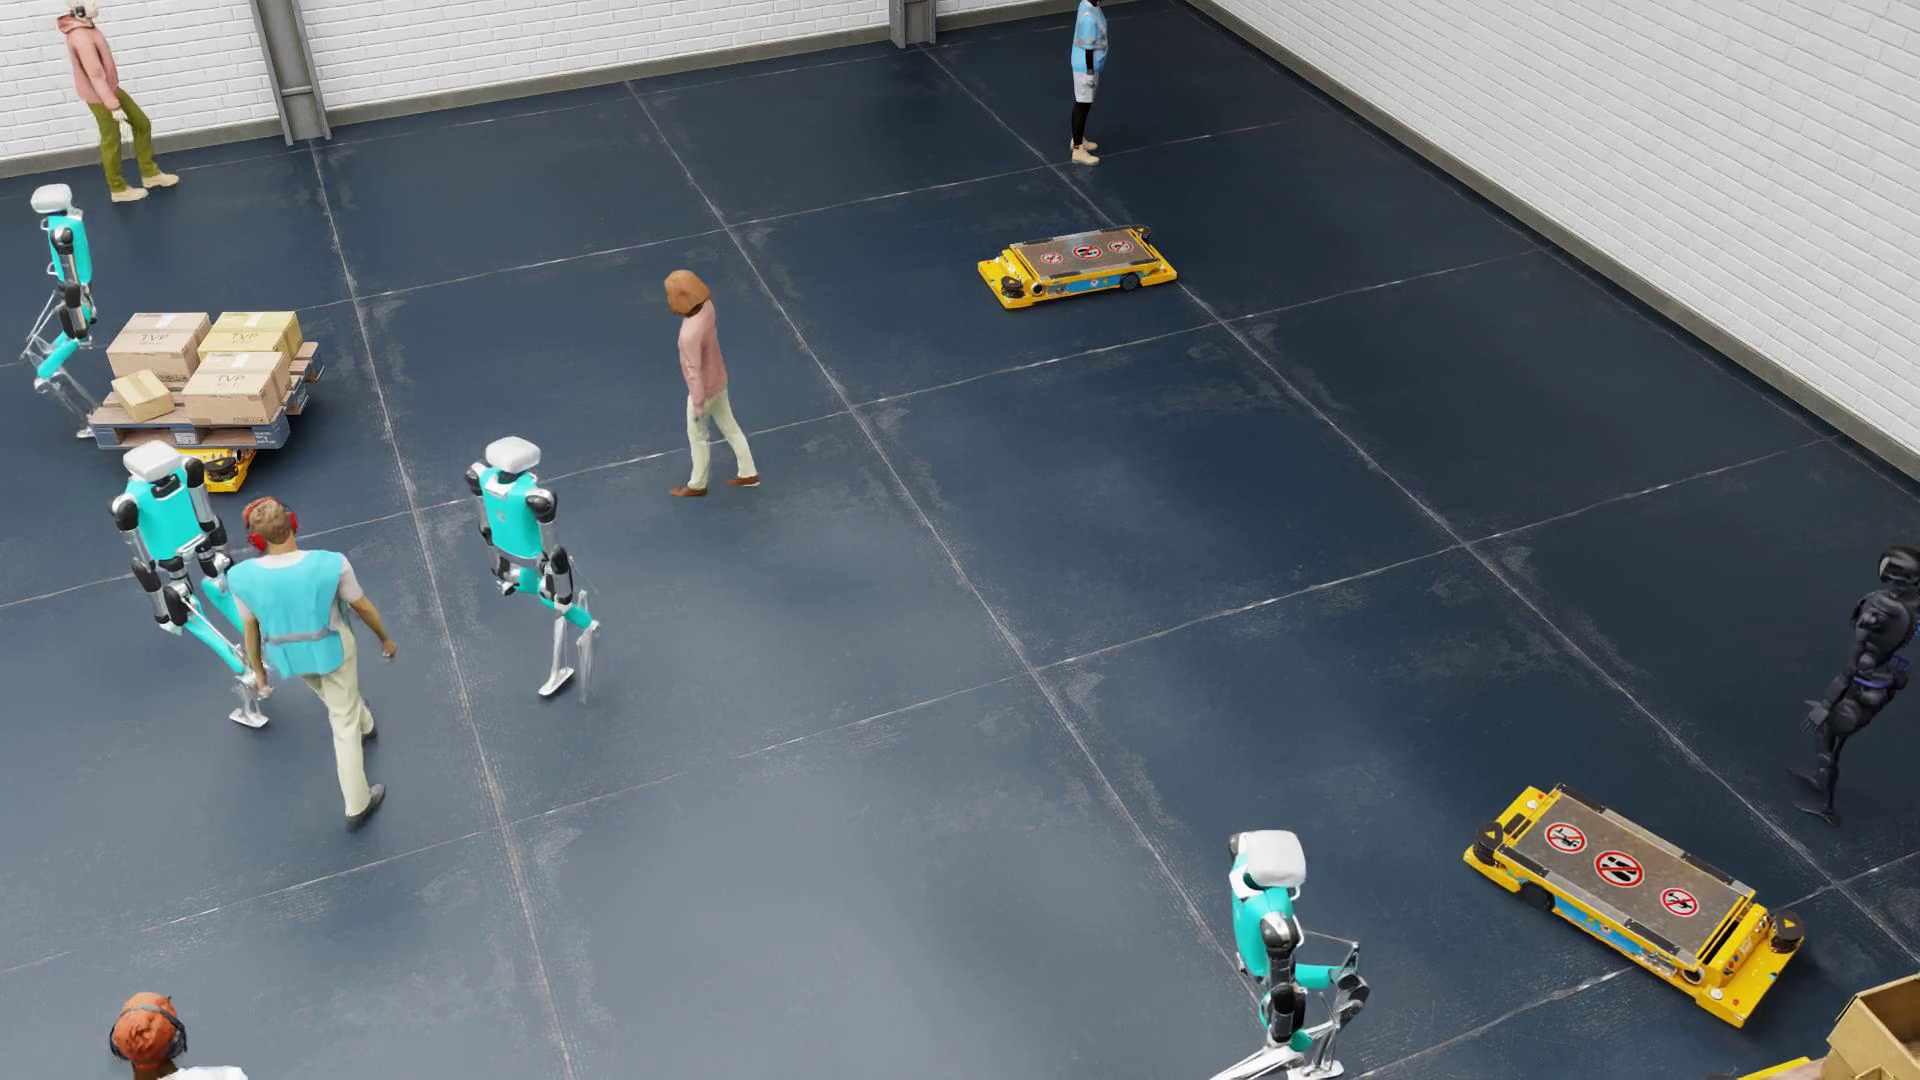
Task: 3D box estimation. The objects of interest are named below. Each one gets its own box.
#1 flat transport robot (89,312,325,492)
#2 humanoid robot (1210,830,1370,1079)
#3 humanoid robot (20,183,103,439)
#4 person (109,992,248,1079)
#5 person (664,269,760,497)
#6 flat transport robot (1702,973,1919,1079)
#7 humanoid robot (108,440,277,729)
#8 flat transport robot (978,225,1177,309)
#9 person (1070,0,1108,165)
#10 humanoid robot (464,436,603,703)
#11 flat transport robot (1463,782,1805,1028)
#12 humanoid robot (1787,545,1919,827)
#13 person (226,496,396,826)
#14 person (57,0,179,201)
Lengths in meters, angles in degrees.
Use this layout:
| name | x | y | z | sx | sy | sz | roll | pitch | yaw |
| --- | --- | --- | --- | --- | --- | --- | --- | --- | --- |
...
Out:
| name | x | y | z | sx | sy | sz | roll | pitch | yaw |
| --- | --- | --- | --- | --- | --- | --- | --- | --- | --- |
| flat transport robot | -5.036 | -0.806 | 11.322 | 0.659 | 0.231 | 1.431 | 0 | 38 | 0 |
| humanoid robot | 1.384 | 1.778 | 6.751 | 1.045 | 1.713 | 0.556 | -6 | 38 | -8 |
| humanoid robot | -5.966 | -1.478 | 10.968 | 0.719 | 1.746 | 0.534 | -12 | 39 | -15 |
| person | -2.703 | 2.390 | 5.893 | 0.606 | 1.833 | 1.048 | -13 | 39 | -16 |
| person | -1.591 | -0.948 | 10.427 | 0.565 | 1.631 | 0.530 | 6 | 38 | 8 |
| flat transport robot | 3.661 | 2.736 | 6.713 | 0.659 | 0.231 | 1.431 | -12 | 39 | -15 |
| humanoid robot | -3.835 | 0.321 | 8.651 | 0.666 | 1.807 | 0.537 | 17 | 41 | 21 |
| flat transport robot | 0.922 | -2.152 | 13.074 | 1.431 | 0.231 | 0.659 | -12 | 39 | -15 |
| person | 1.124 | -4.131 | 14.476 | 0.317 | 1.695 | 0.539 | 2 | 38 | 2 |
| humanoid robot | -2.166 | 0.142 | 8.906 | 0.551 | 1.823 | 0.674 | 18 | 41 | 22 |
| flat transport robot | 3.247 | 1.706 | 8.053 | 1.431 | 0.231 | 0.659 | 31 | 47 | 34 |
| humanoid robot | 4.413 | 0.723 | 8.183 | 0.606 | 1.648 | 0.353 | -26 | 44 | -30 |
| person | -3.185 | 0.528 | 8.340 | 0.638 | 1.779 | 0.939 | -3 | 38 | -4 |
| person | -6.987 | -3.697 | 13.814 | 0.691 | 1.812 | 0.577 | -11 | 39 | -14 |
